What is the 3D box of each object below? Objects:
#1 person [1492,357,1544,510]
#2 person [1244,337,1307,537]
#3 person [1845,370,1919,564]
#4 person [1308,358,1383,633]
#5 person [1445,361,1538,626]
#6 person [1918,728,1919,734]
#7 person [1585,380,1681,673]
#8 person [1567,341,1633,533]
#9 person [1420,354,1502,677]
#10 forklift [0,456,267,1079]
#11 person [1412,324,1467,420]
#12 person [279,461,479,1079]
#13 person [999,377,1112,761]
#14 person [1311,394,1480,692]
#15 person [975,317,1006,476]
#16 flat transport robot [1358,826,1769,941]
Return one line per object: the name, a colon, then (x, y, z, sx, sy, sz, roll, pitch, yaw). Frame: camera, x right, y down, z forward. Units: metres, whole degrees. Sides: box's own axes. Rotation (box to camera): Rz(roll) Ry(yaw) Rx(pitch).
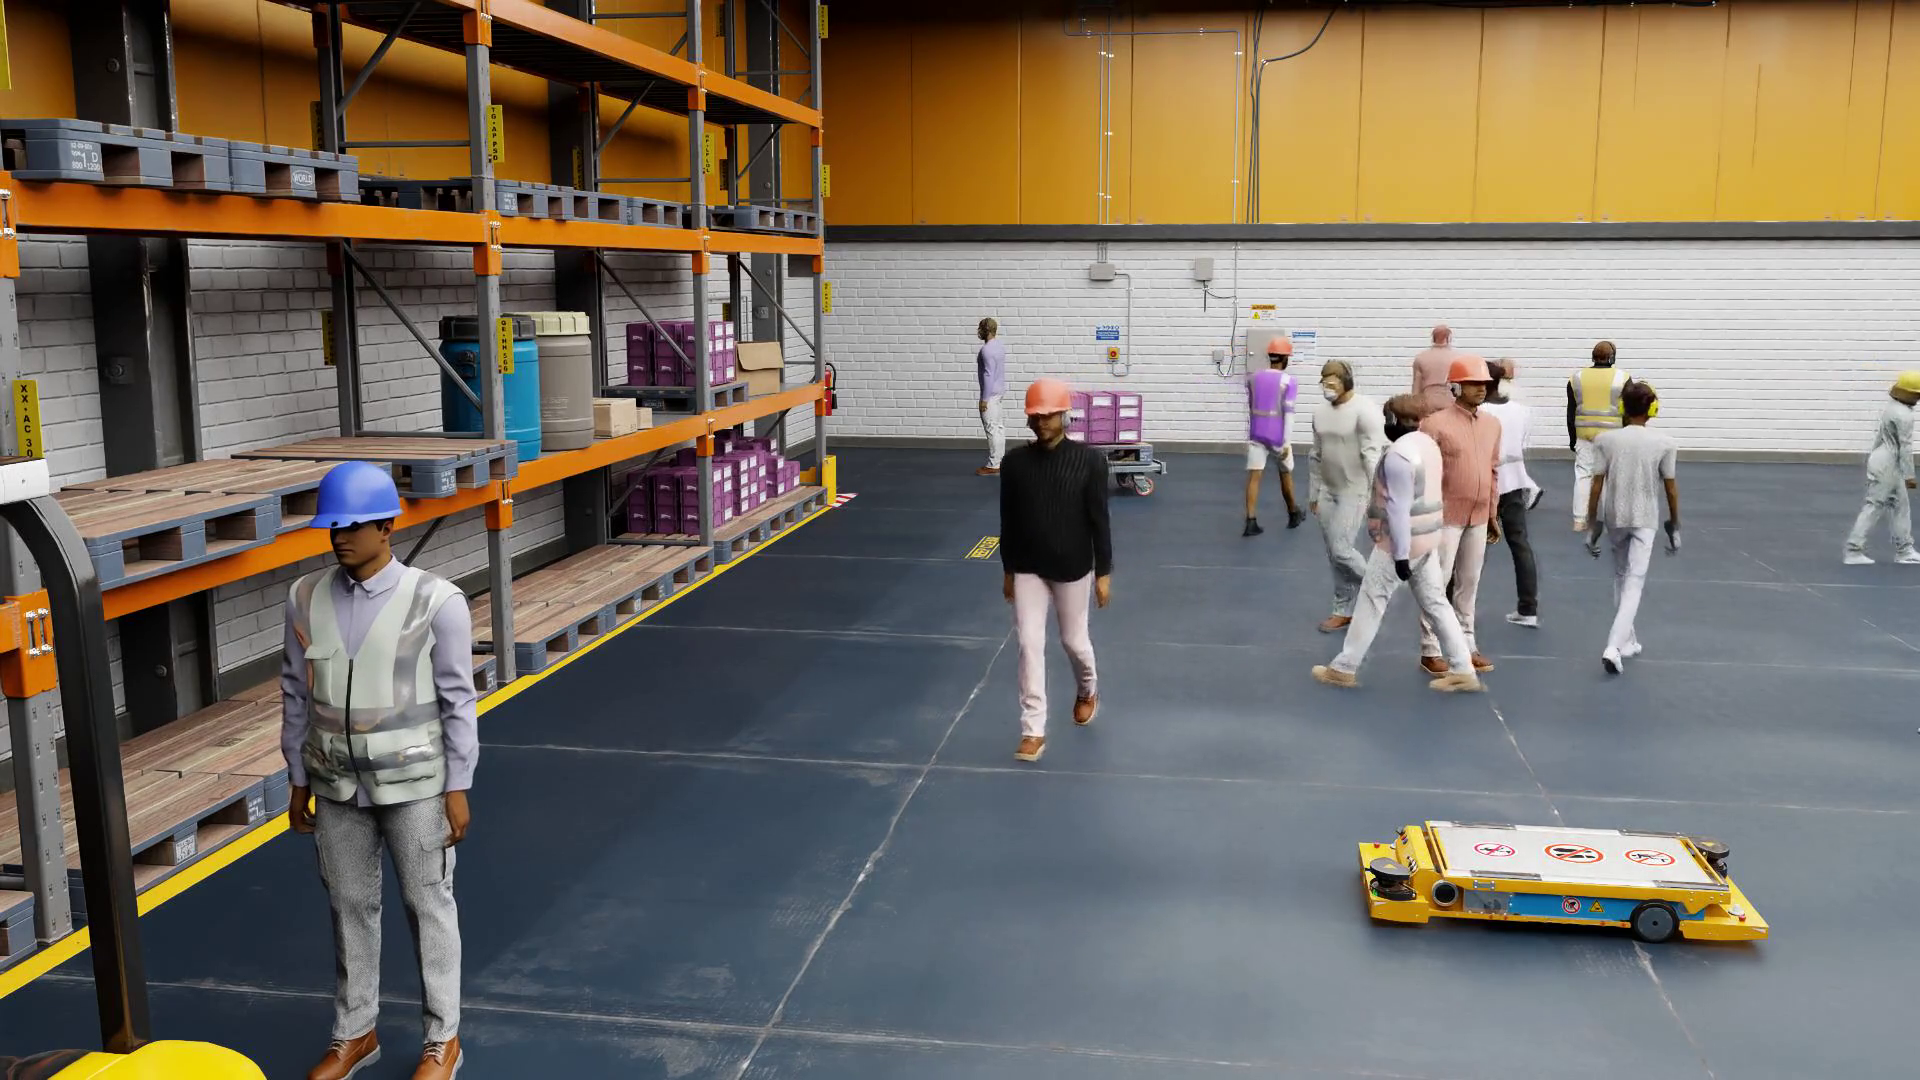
person: (5.693, -1.090, 17.286, 0.701, 1.615, 0.524, 7, 11, 37)
person: (3.014, -0.996, 15.901, 0.553, 1.873, 1.020, 7, 11, 36)
person: (7.905, -0.595, 14.014, 0.728, 1.686, 0.553, 4, 10, 24)
person: (2.649, -0.299, 11.463, 0.466, 1.915, 0.673, -5, 10, -28)
person: (3.774, -0.345, 11.906, 0.629, 1.853, 0.965, -5, 11, -30)
person: (5.457, 0.213, 8.437, 0.601, 1.889, 0.954, -3, 10, -18)
person: (4.242, -0.087, 10.497, 0.532, 1.825, 0.967, 7, 11, 36)
person: (6.127, -0.982, 15.925, 0.626, 1.842, 0.429, 7, 11, 35)
person: (3.110, -0.154, 10.331, 0.611, 1.997, 0.375, -5, 10, -26)
forklift: (-2.328, 0.975, 2.765, 2.313, 2.155, 1.214, 1, 9, 9)
person: (5.602, -1.570, 19.385, 0.669, 1.891, 0.442, 4, 10, 23)
person: (-1.768, 0.726, 5.056, 0.613, 1.947, 0.388, 1, 9, 8)
person: (0.508, 0.121, 8.738, 0.624, 1.967, 0.851, 3, 10, 19)
person: (2.660, 0.023, 9.914, 0.957, 1.791, 0.623, 7, 12, 37)
person: (0.376, -1.752, 20.370, 0.355, 1.938, 0.634, 3, 10, 16)
flat transport robot: (2.325, 1.321, 6.541, 1.431, 0.197, 0.652, 1, 9, 9)
